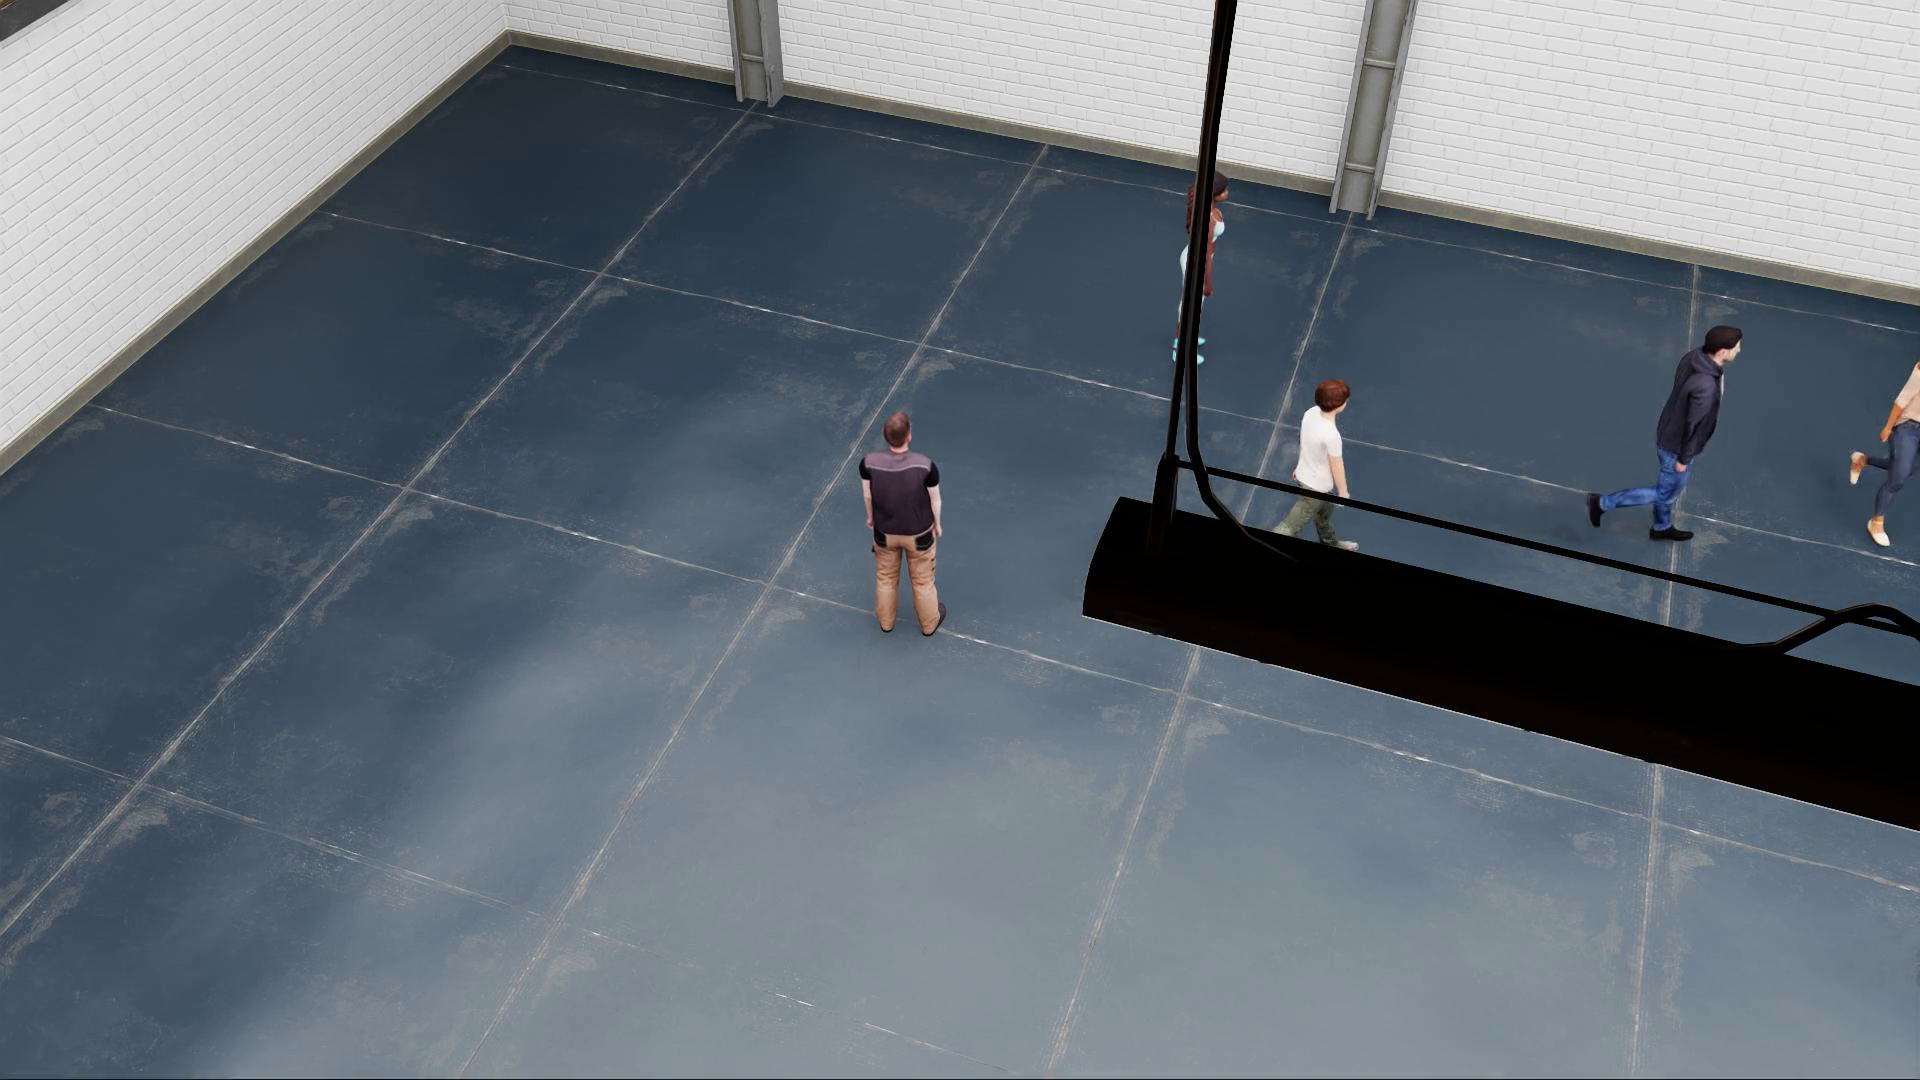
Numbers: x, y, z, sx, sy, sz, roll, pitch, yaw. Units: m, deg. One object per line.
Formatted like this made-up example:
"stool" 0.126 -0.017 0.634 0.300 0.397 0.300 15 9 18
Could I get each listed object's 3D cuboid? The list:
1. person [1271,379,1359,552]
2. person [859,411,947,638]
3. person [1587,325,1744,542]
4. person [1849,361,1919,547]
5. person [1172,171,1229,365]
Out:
"person" 2.336 -0.363 11.311 1.182 1.617 0.969 -9 44 -9
"person" -0.376 -0.096 10.868 0.580 1.841 0.779 8 44 8
"person" 4.883 -0.700 11.479 1.086 1.873 0.779 7 44 8
"person" 6.673 -0.827 11.684 1.007 1.775 0.929 -4 44 -4
"person" 1.867 -2.154 13.114 0.659 1.723 0.646 -3 44 -3
